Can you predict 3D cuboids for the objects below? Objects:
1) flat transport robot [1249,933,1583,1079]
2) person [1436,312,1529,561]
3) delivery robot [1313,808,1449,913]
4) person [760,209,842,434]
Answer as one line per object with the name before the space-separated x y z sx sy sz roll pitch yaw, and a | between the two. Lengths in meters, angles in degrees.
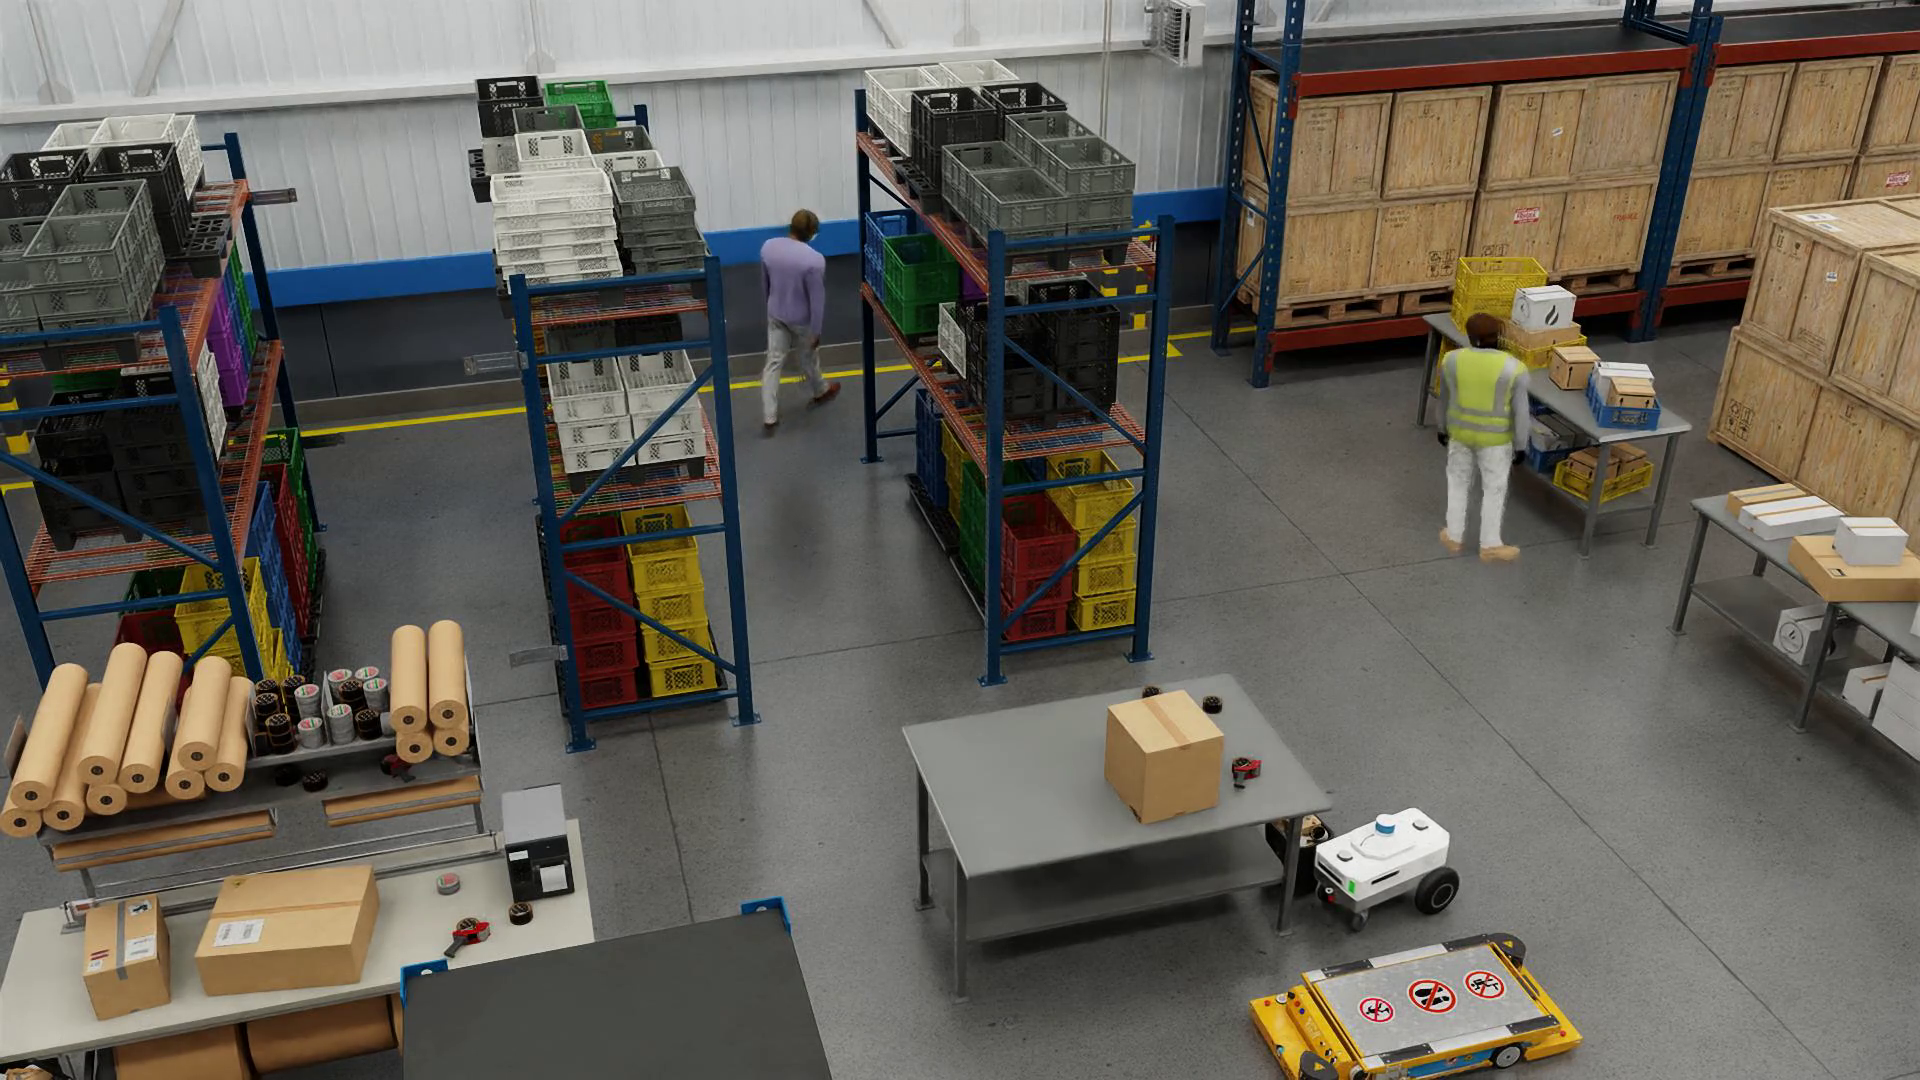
flat transport robot | 2.184 2.282 7.980 1.431 0.197 0.652 -8 30 -14
person | 3.755 -0.740 11.909 0.753 1.815 0.432 18 33 29
delivery robot | 2.205 1.661 8.725 0.707 0.478 0.477 -15 32 -25
person | -1.372 -1.858 13.879 0.688 1.864 1.024 11 31 19
